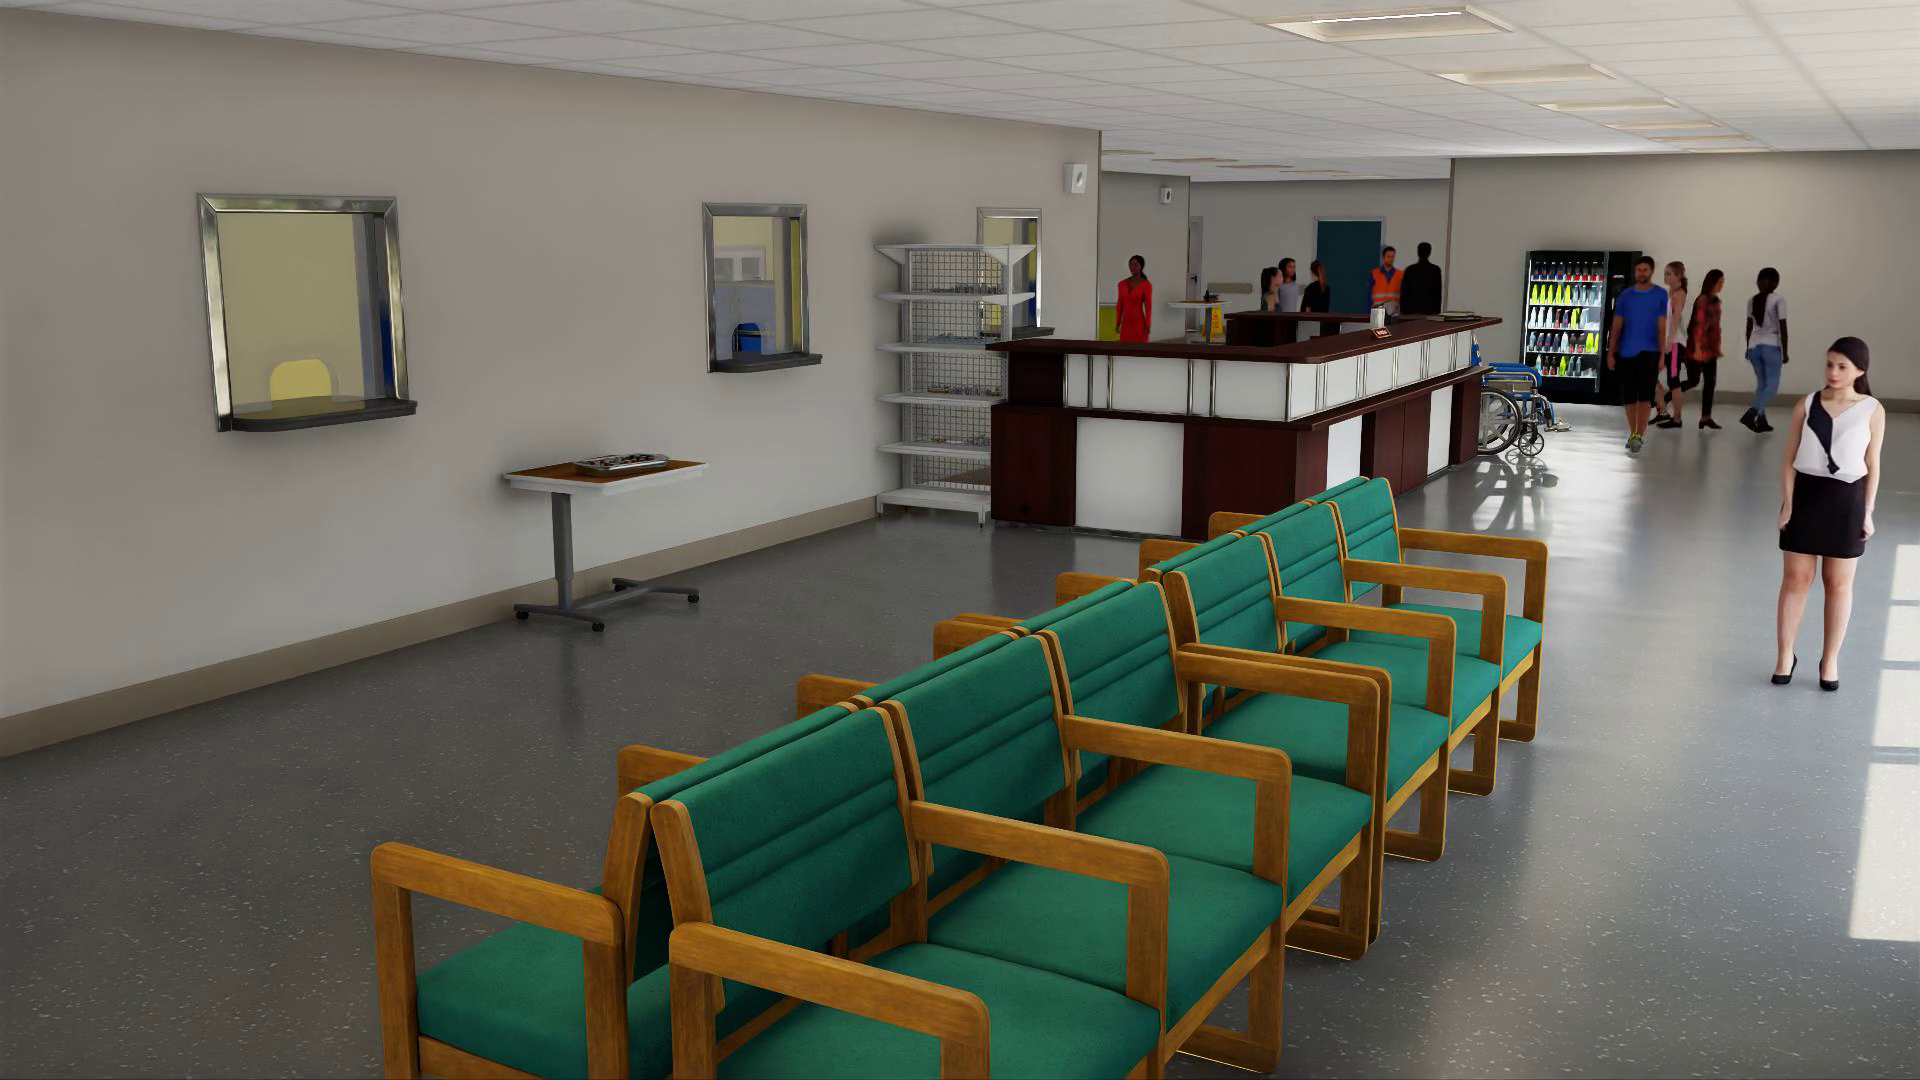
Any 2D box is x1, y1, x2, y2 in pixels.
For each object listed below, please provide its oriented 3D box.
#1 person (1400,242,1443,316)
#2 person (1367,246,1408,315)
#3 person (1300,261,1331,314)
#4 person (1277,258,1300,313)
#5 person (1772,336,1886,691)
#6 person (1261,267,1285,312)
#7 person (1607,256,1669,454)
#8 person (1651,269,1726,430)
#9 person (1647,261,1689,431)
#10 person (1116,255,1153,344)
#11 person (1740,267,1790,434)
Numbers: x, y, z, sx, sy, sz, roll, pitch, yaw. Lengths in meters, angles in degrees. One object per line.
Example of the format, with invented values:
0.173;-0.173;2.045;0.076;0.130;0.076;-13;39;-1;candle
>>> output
6.169;-3.010;22.313;1.232;1.889;0.970;3;11;14;person
5.830;-3.093;22.889;1.108;1.838;1.078;0;11;0;person
4.707;-2.834;21.940;0.710;1.682;0.697;-8;13;-36;person
4.072;-2.722;21.279;1.015;1.710;1.134;-4;12;-22;person
4.039;-0.124;7.747;0.438;1.650;0.605;6;12;29;person
3.403;-2.198;18.631;0.899;1.667;0.637;4;11;20;person
6.453;-1.734;15.767;1.063;1.824;0.691;6;12;28;person
7.721;-1.990;17.502;0.998;1.680;0.832;10;15;43;person
7.561;-2.018;17.422;0.762;1.765;0.749;2;11;10;person
2.139;-2.573;20.294;0.566;1.783;0.727;7;13;34;person
8.244;-1.927;17.097;0.931;1.706;0.955;-6;12;-28;person
